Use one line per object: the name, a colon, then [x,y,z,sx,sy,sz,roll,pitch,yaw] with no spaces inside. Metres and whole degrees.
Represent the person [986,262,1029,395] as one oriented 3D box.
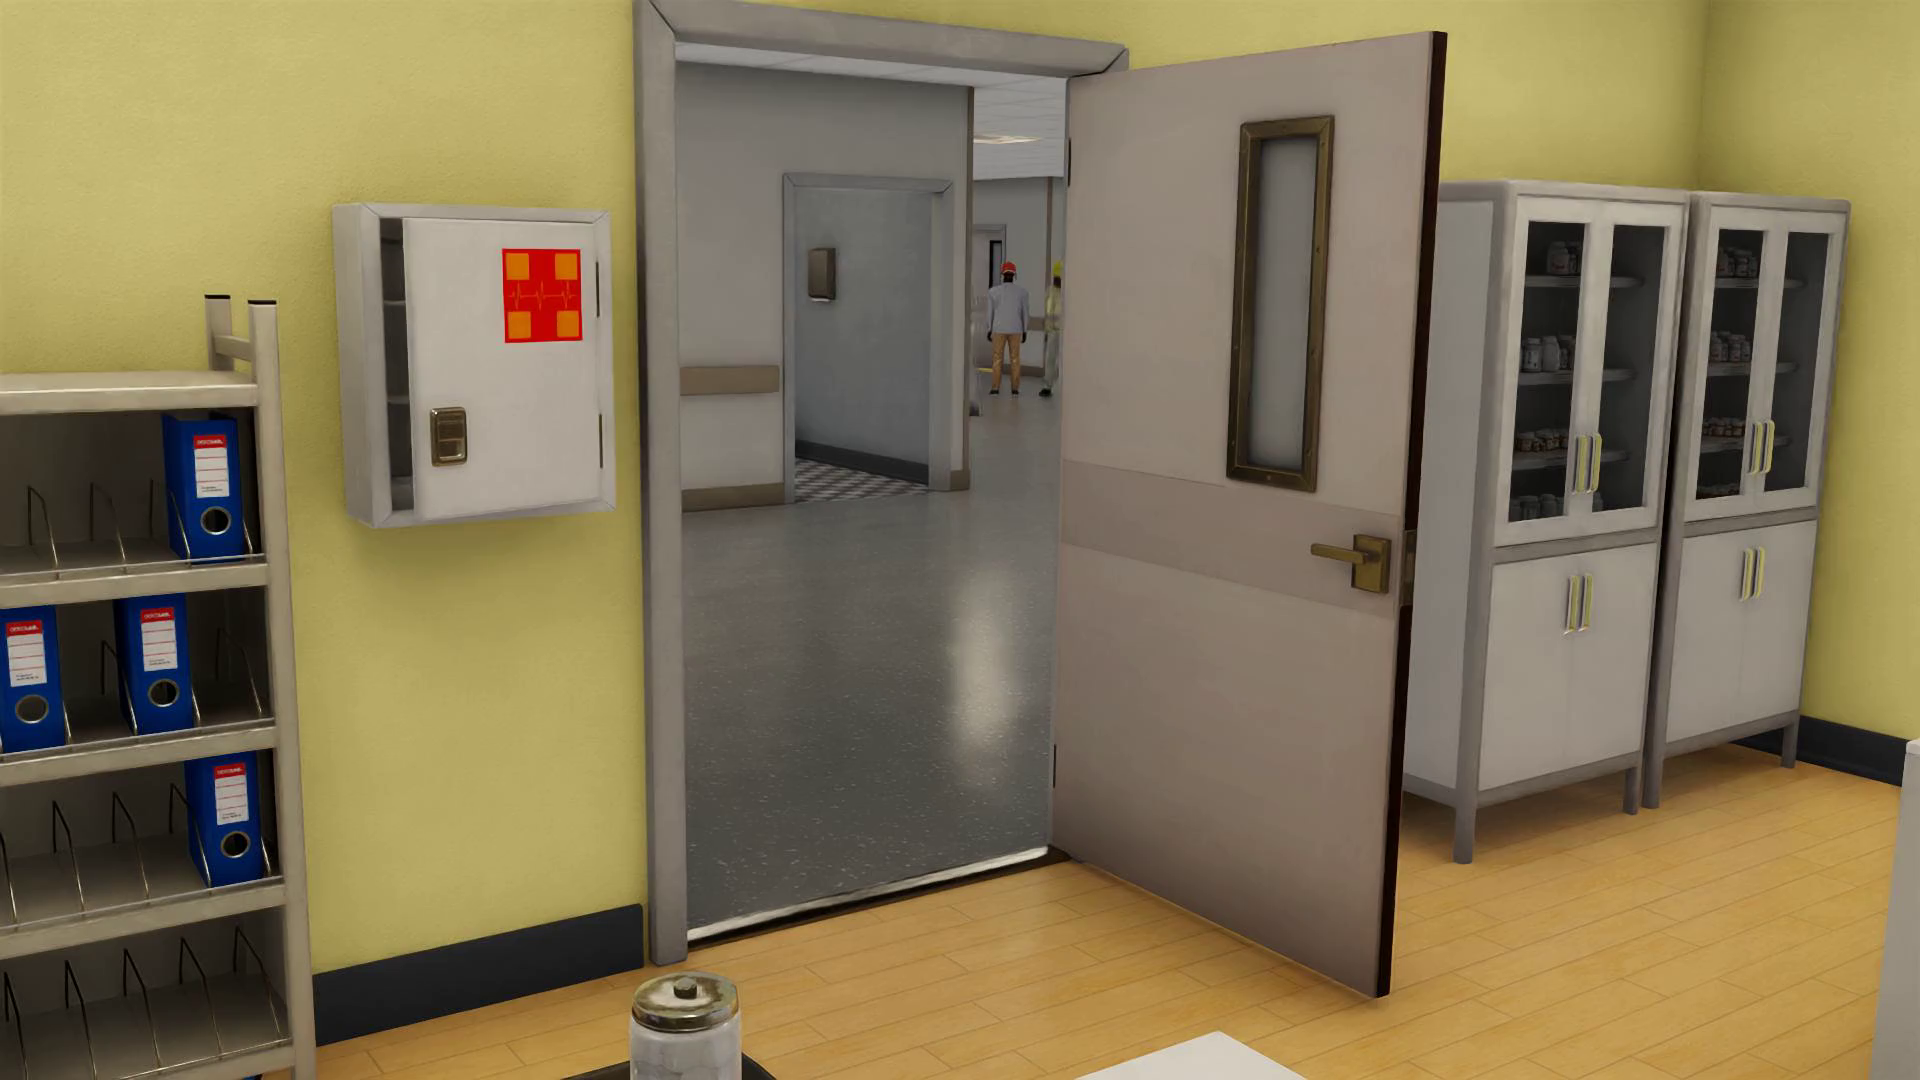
person: [0.622,-2.779,21.897,0.566,1.747,0.346,0,10,-7]
